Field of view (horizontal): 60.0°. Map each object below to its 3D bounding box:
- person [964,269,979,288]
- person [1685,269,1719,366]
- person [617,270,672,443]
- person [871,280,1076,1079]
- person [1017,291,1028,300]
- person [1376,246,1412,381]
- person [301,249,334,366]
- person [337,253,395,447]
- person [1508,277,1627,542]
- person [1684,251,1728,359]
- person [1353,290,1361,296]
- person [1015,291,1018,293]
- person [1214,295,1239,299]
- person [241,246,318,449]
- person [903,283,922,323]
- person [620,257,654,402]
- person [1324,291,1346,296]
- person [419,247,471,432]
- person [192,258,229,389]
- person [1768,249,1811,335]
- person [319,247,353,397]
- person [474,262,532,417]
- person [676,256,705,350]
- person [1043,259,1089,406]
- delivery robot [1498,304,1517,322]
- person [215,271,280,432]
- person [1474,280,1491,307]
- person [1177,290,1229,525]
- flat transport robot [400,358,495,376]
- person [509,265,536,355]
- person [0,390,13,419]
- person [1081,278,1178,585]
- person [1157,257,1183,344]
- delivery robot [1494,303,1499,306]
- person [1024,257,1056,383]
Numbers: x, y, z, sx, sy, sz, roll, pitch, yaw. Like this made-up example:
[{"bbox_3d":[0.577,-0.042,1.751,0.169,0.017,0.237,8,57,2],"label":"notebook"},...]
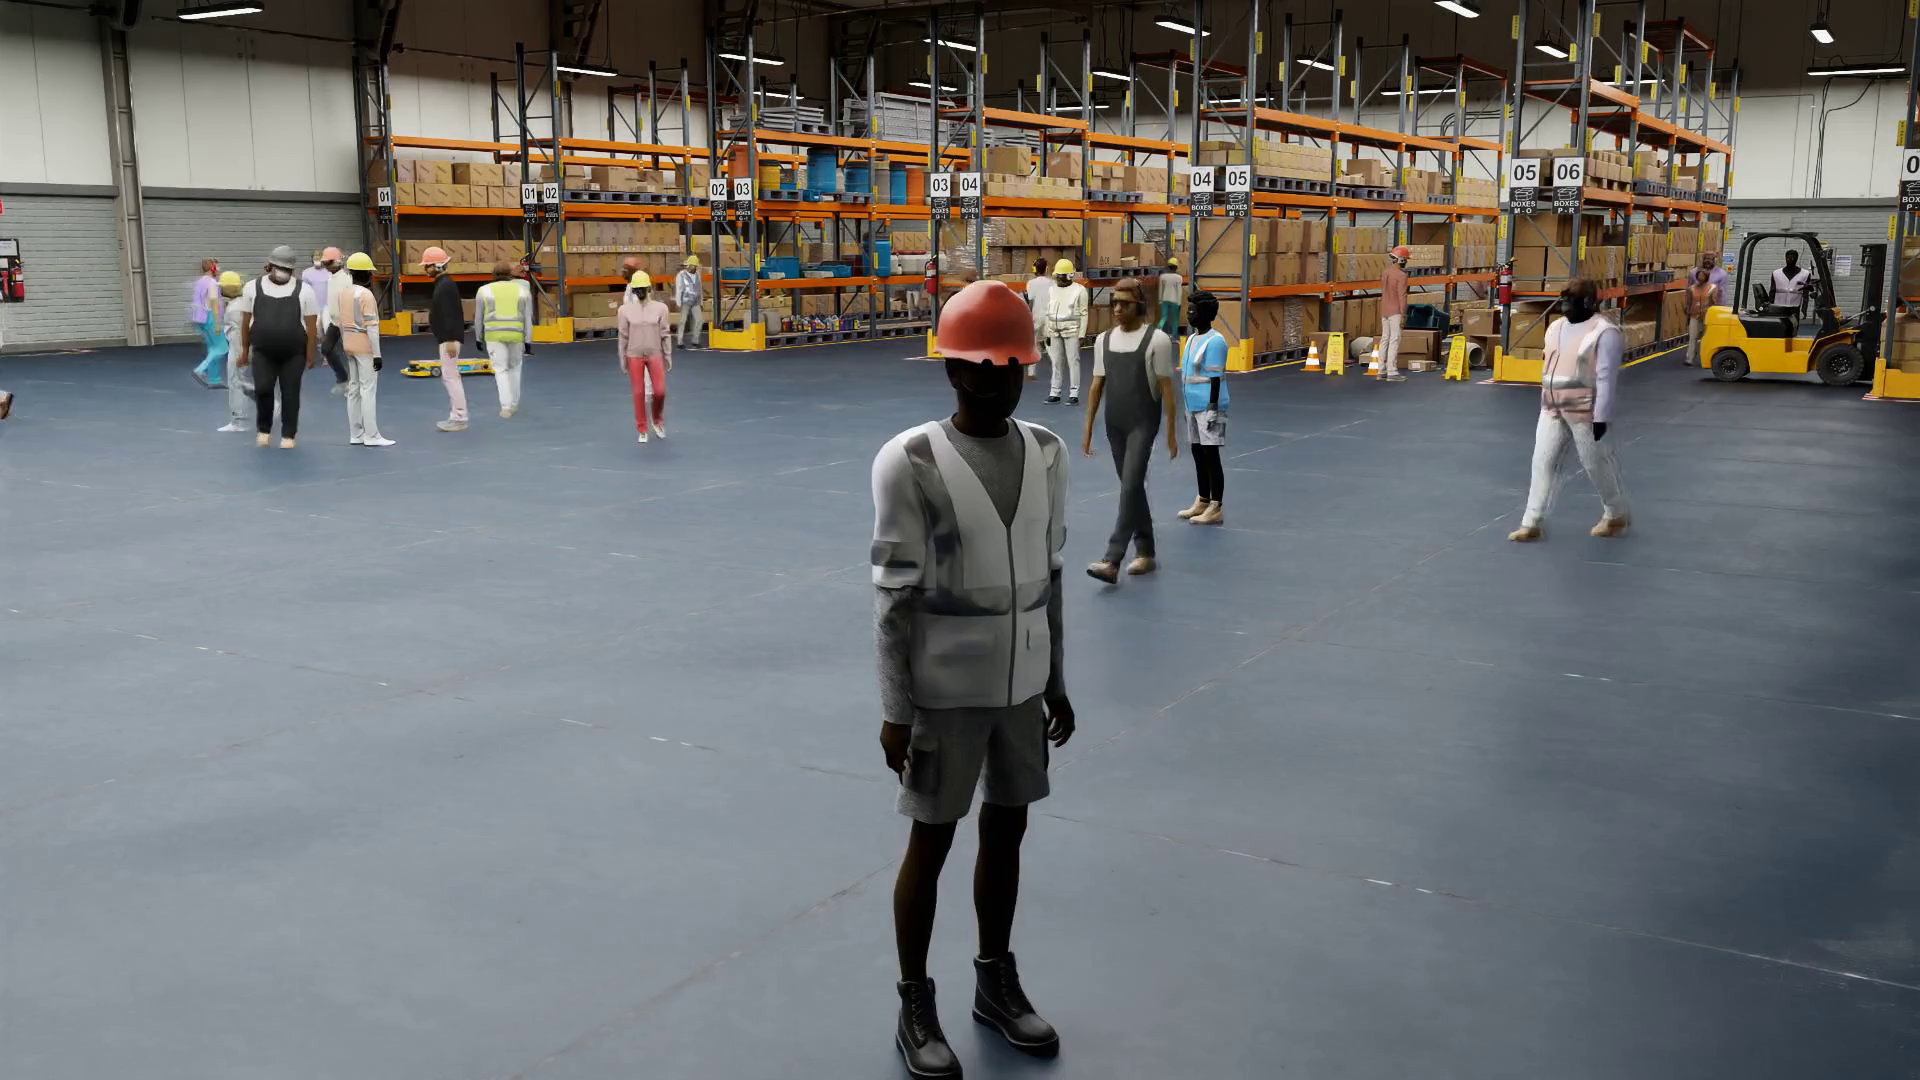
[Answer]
[{"bbox_3d":[0.144,-3.820,28.361,0.848,1.593,0.497,-1,10,-5],"label":"person"},{"bbox_3d":[12.295,-3.684,27.573,0.525,1.589,0.861,7,12,34],"label":"person"},{"bbox_3d":[-3.195,-1.850,16.876,0.543,1.745,0.372,-2,10,-12],"label":"person"},{"bbox_3d":[0.057,0.348,4.033,0.552,1.934,0.373,-6,12,-32],"label":"person"},{"bbox_3d":[1.217,-5.517,36.941,0.569,1.909,0.660,2,10,9],"label":"person"},{"bbox_3d":[6.411,-3.325,24.474,0.402,1.986,0.611,-3,11,-16],"label":"person"},{"bbox_3d":[-10.577,-3.856,27.632,0.632,1.926,0.561,-1,10,-8],"label":"person"},{"bbox_3d":[-5.963,-1.895,16.622,0.584,1.928,0.367,8,13,39],"label":"person"},{"bbox_3d":[4.228,-0.886,11.332,0.939,1.805,0.637,-5,11,-27],"label":"person"},{"bbox_3d":[12.877,-4.042,28.769,0.685,1.873,0.840,6,12,31],"label":"person"},{"bbox_3d":[10.280,-6.701,43.243,0.392,2.033,0.605,4,11,23],"label":"person"},{"bbox_3d":[0.838,-4.826,33.035,0.628,1.932,0.365,1,10,4],"label":"person"},{"bbox_3d":[4.722,-4.223,29.780,0.562,1.884,1.020,7,12,33],"label":"person"},{"bbox_3d":[-6.679,-1.900,16.333,0.738,2.000,0.545,-3,11,-17],"label":"person"},{"bbox_3d":[-1.186,-6.254,41.891,0.515,1.624,0.404,3,11,18],"label":"person"},{"bbox_3d":[-4.079,-2.665,21.144,0.471,1.848,0.610,-4,11,-21],"label":"person"},{"bbox_3d":[8.959,-5.857,39.745,0.513,1.594,0.864,1,10,3],"label":"person"},{"bbox_3d":[-5.579,-2.162,17.985,0.425,1.981,0.671,-5,11,-24],"label":"person"},{"bbox_3d":[-10.424,-2.997,23.078,0.466,1.821,0.614,-9,13,-40],"label":"person"},{"bbox_3d":[13.652,-3.819,27.425,0.596,1.916,0.373,6,12,31],"label":"person"},{"bbox_3d":[-8.177,-2.866,21.970,0.561,1.966,0.657,-9,14,-42],"label":"person"},{"bbox_3d":[-5.399,-2.366,19.618,0.625,1.799,0.896,-5,11,-27],"label":"person"},{"bbox_3d":[-5.100,-4.484,31.514,0.701,1.780,0.713,8,13,40],"label":"person"},{"bbox_3d":[1.314,-2.588,20.794,0.591,1.823,0.404,7,12,36],"label":"person"},{"bbox_3d":[13.107,-5.489,40.326,0.707,0.478,0.477,-1,10,-7],"label":"delivery robot"},{"bbox_3d":[-7.732,-2.031,17.918,0.553,1.729,0.497,-3,11,-17],"label":"person"},{"bbox_3d":[13.149,-6.351,41.819,0.879,1.852,0.720,3,11,18],"label":"person"},{"bbox_3d":[1.763,-0.958,12.042,0.321,1.689,0.529,-3,11,-16],"label":"person"},{"bbox_3d":[-7.797,-2.661,25.547,1.431,0.197,0.652,-6,12,-29],"label":"flat transport robot"},{"bbox_3d":[-7.948,-4.159,30.124,0.498,1.633,0.282,4,11,22],"label":"person"},{"bbox_3d":[-10.826,-2.179,18.311,0.654,1.890,0.707,5,11,26],"label":"person"},{"bbox_3d":[0.946,-0.641,9.918,0.547,1.807,0.918,8,13,40],"label":"person"},{"bbox_3d":[4.191,-4.790,33.373,0.528,1.746,0.736,7,12,33],"label":"person"},{"bbox_3d":[13.182,-5.589,40.891,0.477,0.478,0.707,-2,10,-13],"label":"delivery robot"},{"bbox_3d":[1.210,-3.196,24.185,0.526,1.842,0.922,-4,11,-23],"label":"person"}]
